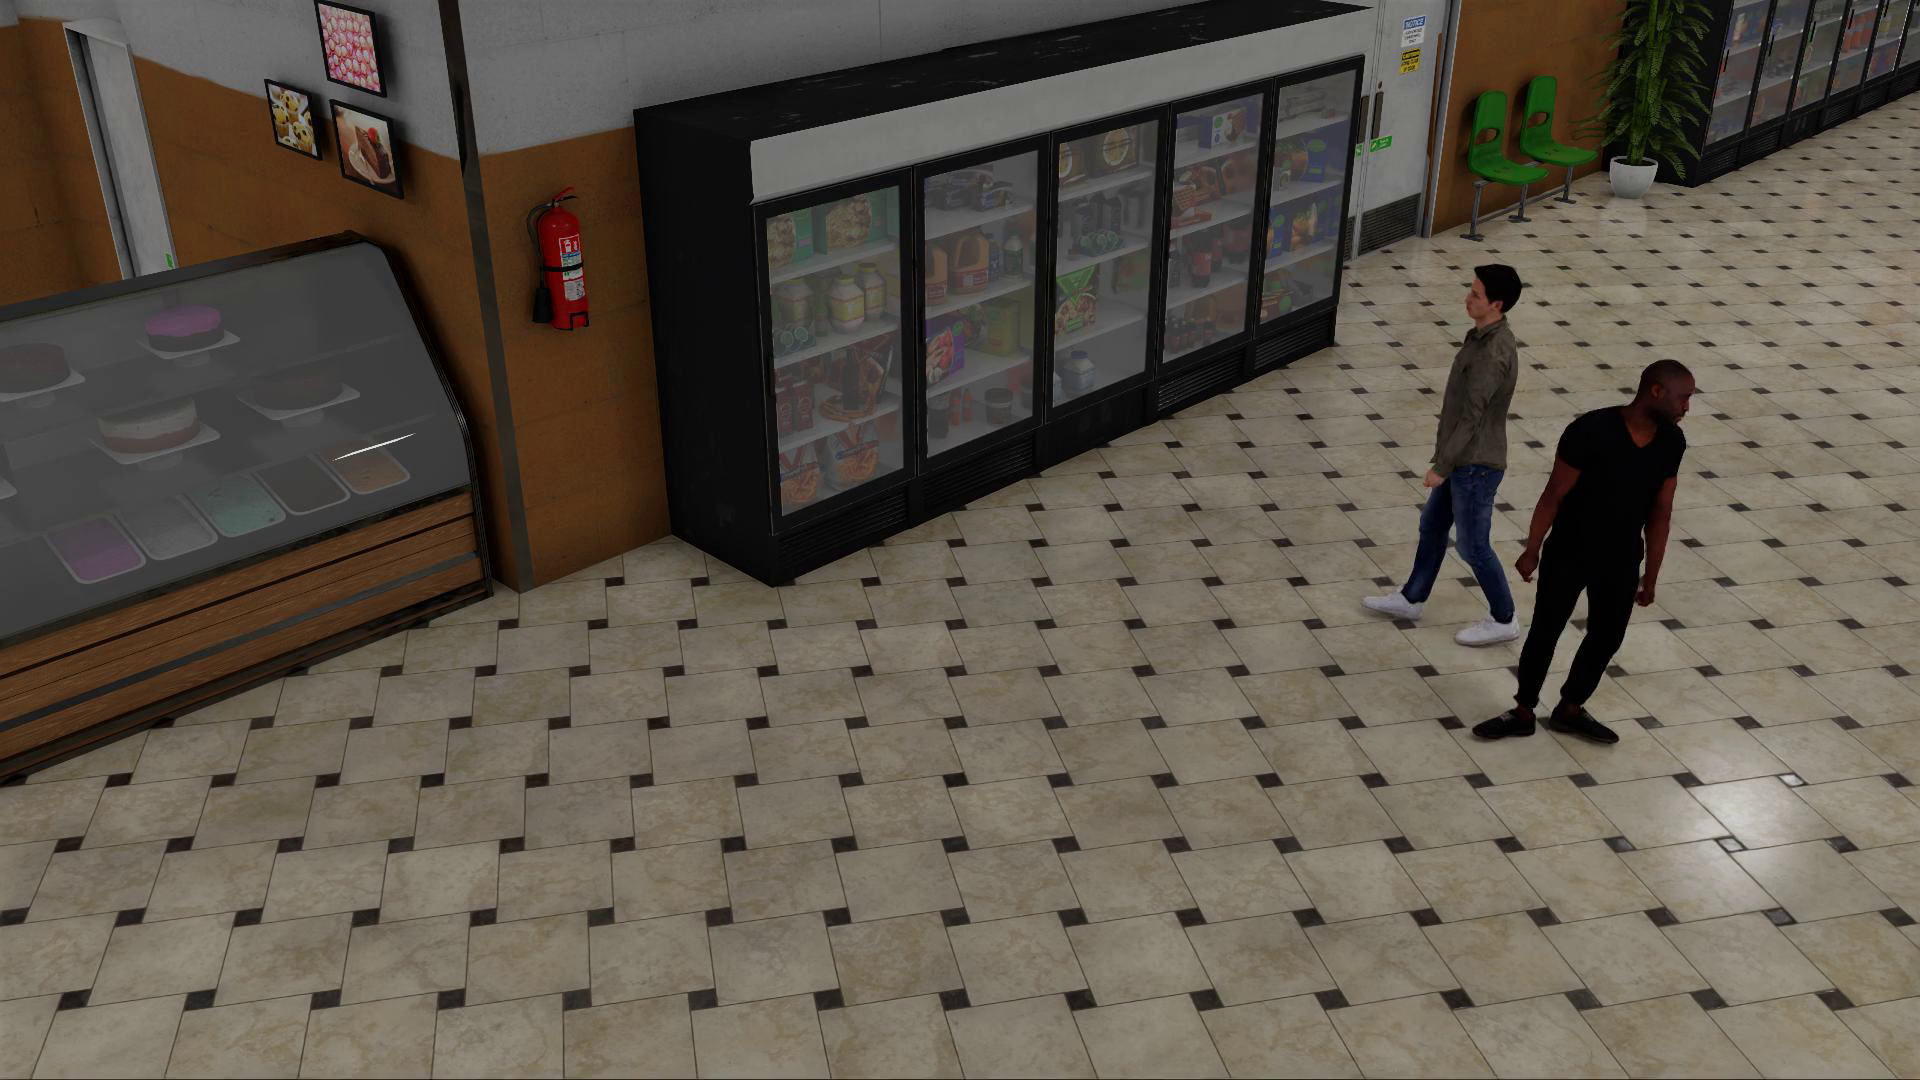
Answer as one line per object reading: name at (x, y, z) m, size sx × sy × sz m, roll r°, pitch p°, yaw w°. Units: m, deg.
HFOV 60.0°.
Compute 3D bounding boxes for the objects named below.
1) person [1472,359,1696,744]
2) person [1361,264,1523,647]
person at (2.548, 0.071, 6.911) m, size 0.835 × 1.789 × 0.886 m, roll 5°, pitch 27°, yaw 10°
person at (2.433, -0.355, 7.668) m, size 1.123 × 1.864 × 1.006 m, roll 6°, pitch 27°, yaw 11°
